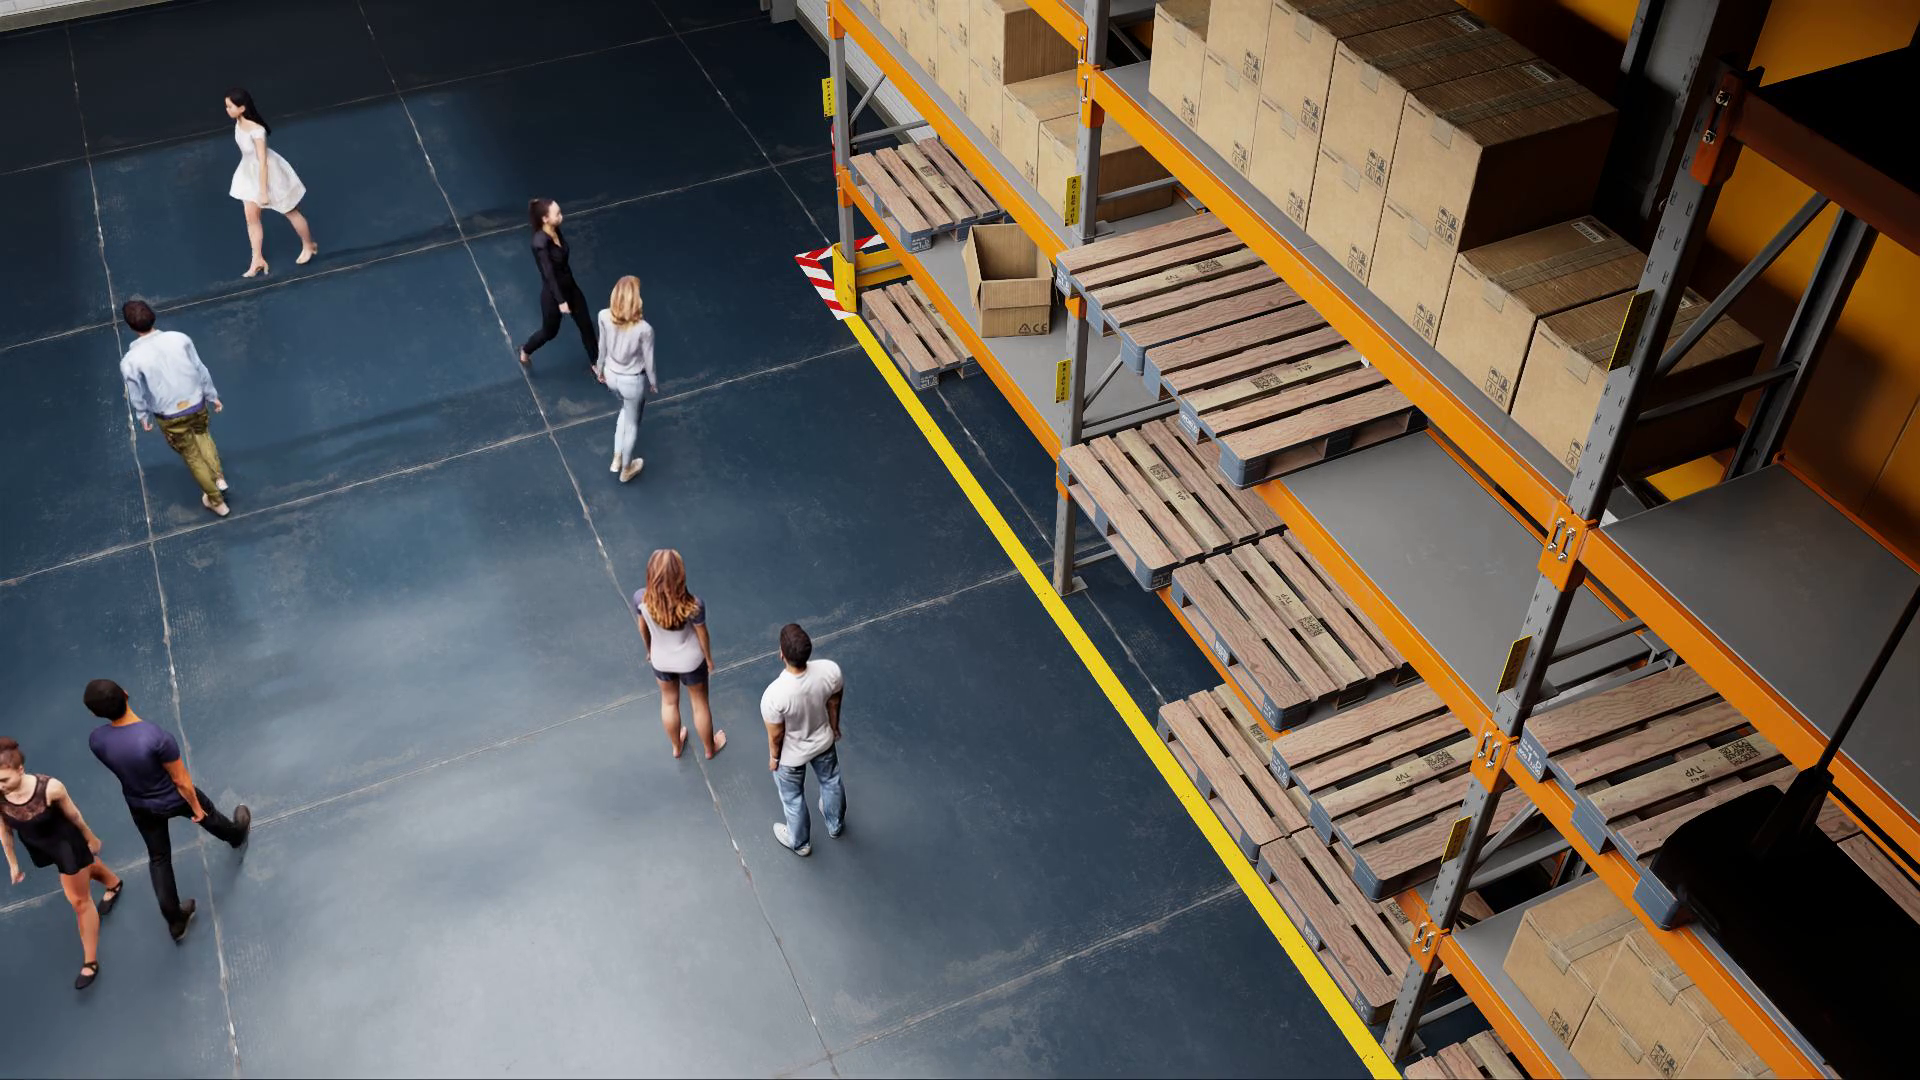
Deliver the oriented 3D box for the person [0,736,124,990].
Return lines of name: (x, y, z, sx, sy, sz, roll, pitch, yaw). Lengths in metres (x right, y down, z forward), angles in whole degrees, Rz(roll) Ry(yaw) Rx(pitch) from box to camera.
person: (-5.060, 1.638, 9.385, 0.883, 1.642, 1.115, 1, 44, 1)

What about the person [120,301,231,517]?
person: (-5.561, -0.906, 11.944, 0.870, 1.795, 0.840, 31, 52, 28)

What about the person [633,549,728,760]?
person: (-1.742, 0.729, 10.273, 0.681, 1.732, 0.714, 7, 44, 8)

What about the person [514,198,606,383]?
person: (-3.229, -1.923, 13.092, 1.061, 1.683, 1.048, 11, 45, 11)

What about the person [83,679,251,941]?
person: (-4.563, 1.551, 9.414, 0.925, 1.727, 1.227, -1, 44, -1)

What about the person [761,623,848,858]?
person: (-0.914, 1.168, 9.716, 0.715, 1.865, 0.622, -27, 50, -25)

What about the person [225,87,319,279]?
person: (-5.853, -3.099, 14.277, 0.875, 1.752, 0.973, -33, 52, -29)

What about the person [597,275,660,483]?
person: (-2.472, -1.094, 12.162, 0.780, 1.766, 0.854, 14, 45, 14)
